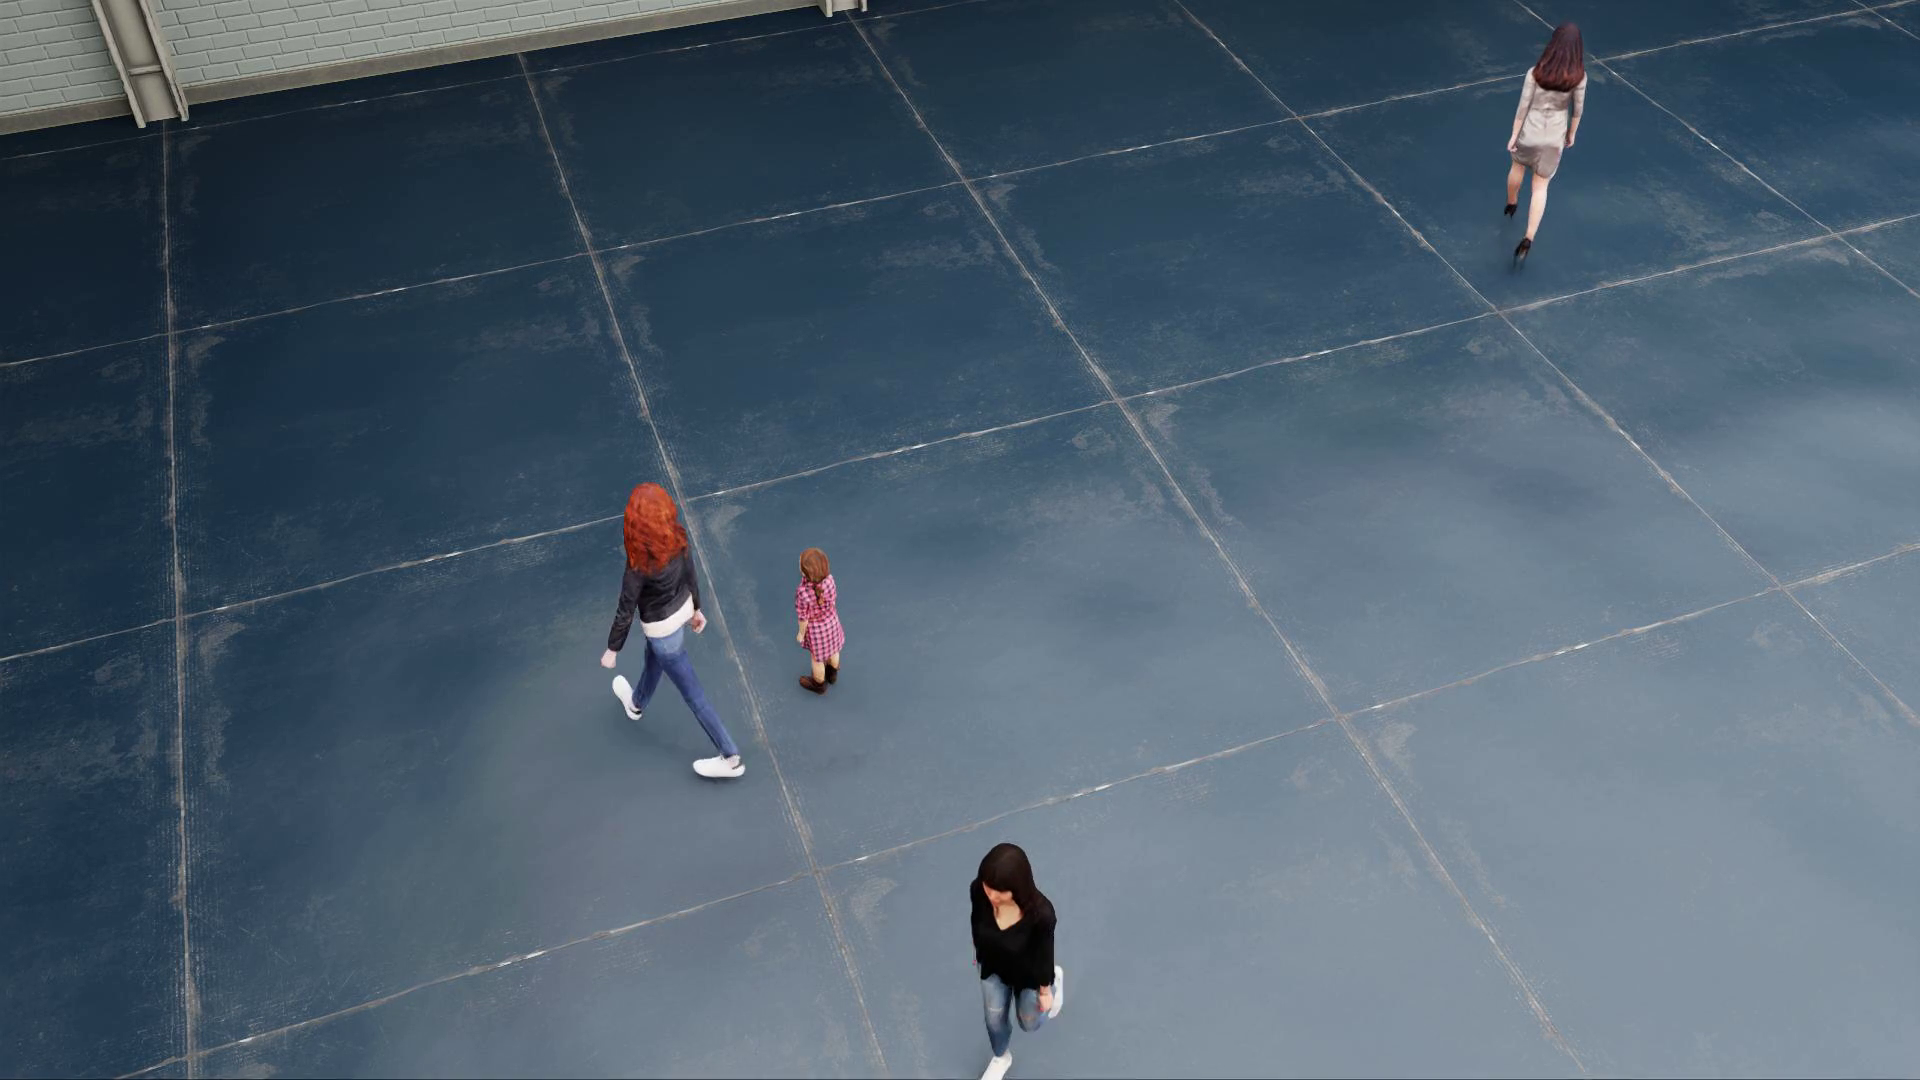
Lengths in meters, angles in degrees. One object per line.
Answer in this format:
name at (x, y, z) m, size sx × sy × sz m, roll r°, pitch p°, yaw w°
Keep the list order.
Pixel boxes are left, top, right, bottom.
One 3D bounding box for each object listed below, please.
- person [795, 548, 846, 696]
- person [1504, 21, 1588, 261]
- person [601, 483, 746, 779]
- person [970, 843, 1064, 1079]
person at (-0.769, 0.436, 8.998) m, size 0.553 × 1.022 × 0.473 m, roll 34°, pitch 53°, yaw 31°
person at (4.194, -2.833, 11.998) m, size 1.128 × 1.706 × 1.063 m, roll 9°, pitch 44°, yaw 10°
person at (-1.393, 0.511, 8.402) m, size 1.250 × 1.726 × 1.219 m, roll 17°, pitch 46°, yaw 17°
person at (0.270, 1.762, 7.131) m, size 0.879 × 1.633 × 0.941 m, roll 18°, pitch 46°, yaw 18°
